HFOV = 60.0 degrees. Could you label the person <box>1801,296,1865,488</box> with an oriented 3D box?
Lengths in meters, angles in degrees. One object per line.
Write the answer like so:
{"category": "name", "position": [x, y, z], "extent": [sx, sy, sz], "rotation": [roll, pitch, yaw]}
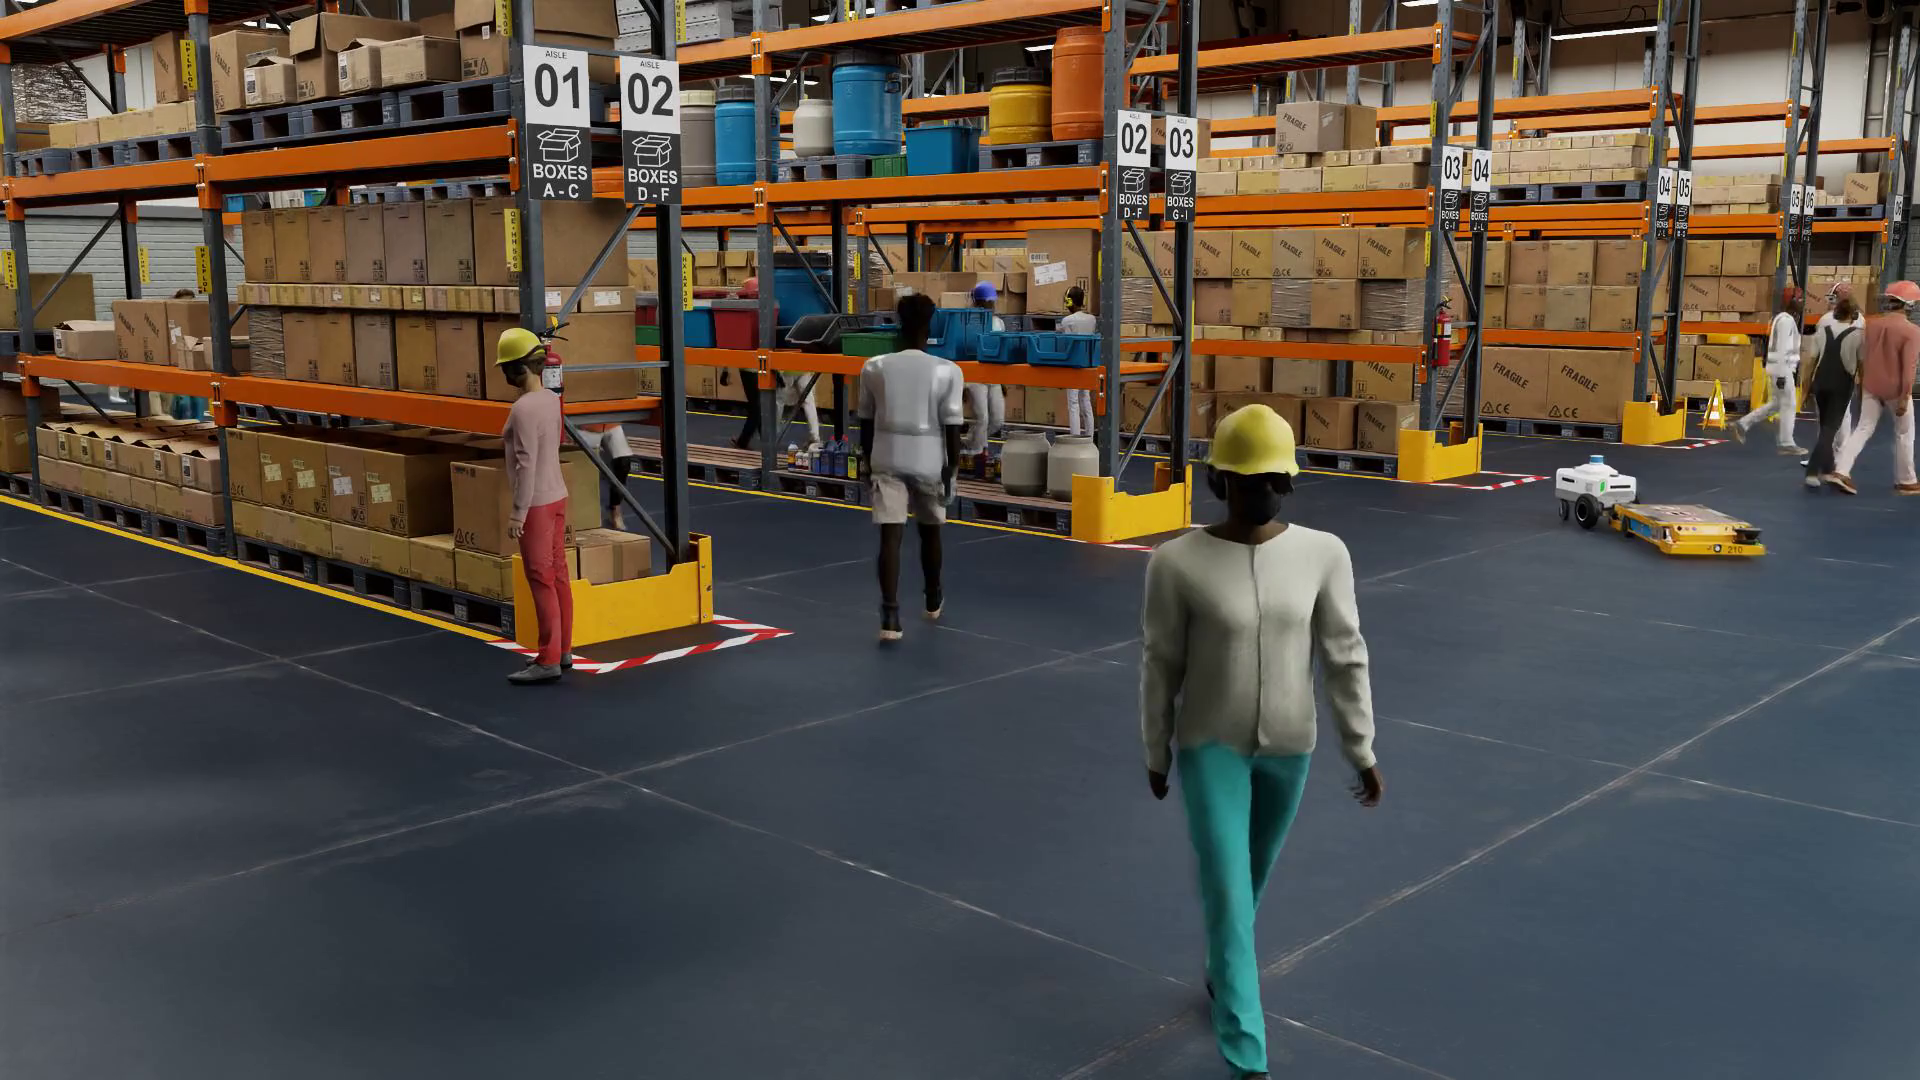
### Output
{"category": "person", "position": [8.227, -1.391, 15.677], "extent": [0.836, 1.801, 0.532], "rotation": [-6, 11, -33]}

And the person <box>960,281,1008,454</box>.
{"category": "person", "position": [0.177, -1.548, 16.181], "extent": [0.594, 1.934, 0.622], "rotation": [9, 13, 43]}

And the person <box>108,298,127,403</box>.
{"category": "person", "position": [-12.840, -2.889, 25.405], "extent": [0.477, 1.596, 0.523], "rotation": [1, 9, 6]}

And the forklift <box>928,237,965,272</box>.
{"category": "forklift", "position": [-0.326, -5.817, 39.609], "extent": [1.129, 2.768, 1.873], "rotation": [9, 13, 43]}

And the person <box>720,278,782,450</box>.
{"category": "person", "position": [-2.276, -1.843, 17.960], "extent": [0.632, 1.941, 1.010], "rotation": [-8, 12, -42]}

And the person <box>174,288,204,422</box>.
{"category": "person", "position": [-8.653, -1.902, 18.681], "extent": [0.560, 1.832, 0.445], "rotation": [-8, 12, -42]}

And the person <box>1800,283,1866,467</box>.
{"category": "person", "position": [9.051, -1.708, 17.266], "extent": [0.653, 1.906, 0.408], "rotation": [-5, 11, -29]}

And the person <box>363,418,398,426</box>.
{"category": "person", "position": [-6.236, -1.809, 17.846], "extent": [0.515, 1.914, 0.563], "rotation": [8, 12, 41]}

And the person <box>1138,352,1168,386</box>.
{"category": "person", "position": [2.661, -2.449, 22.403], "extent": [0.757, 1.714, 0.487], "rotation": [8, 12, 42]}

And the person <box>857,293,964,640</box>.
{"category": "person", "position": [-0.279, -0.428, 9.417], "extent": [0.624, 1.913, 1.031], "rotation": [1, 9, 6]}

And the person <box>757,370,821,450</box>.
{"category": "person", "position": [-1.934, -1.935, 19.039], "extent": [0.626, 1.795, 0.975], "rotation": [-8, 12, -39]}

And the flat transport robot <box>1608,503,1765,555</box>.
{"category": "flat transport robot", "position": [5.434, -0.096, 12.509], "extent": [0.652, 0.197, 1.431], "rotation": [1, 9, 4]}

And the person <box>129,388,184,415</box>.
{"category": "person", "position": [-8.242, -1.522, 17.080], "extent": [0.833, 1.593, 0.510], "rotation": [8, 12, 40]}

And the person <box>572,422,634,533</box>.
{"category": "person", "position": [-2.755, -0.848, 12.682], "extent": [0.539, 1.682, 0.432], "rotation": [-7, 11, -35]}

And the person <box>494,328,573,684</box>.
{"category": "person", "position": [-2.137, -0.173, 8.309], "extent": [0.328, 1.759, 0.524], "rotation": [1, 9, 4]}

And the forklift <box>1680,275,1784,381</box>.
{"category": "forklift", "position": [12.480, -3.427, 27.053], "extent": [1.214, 2.155, 2.313], "rotation": [9, 13, 43]}

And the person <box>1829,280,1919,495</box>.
{"category": "person", "position": [8.384, -1.373, 15.090], "extent": [0.995, 1.959, 0.613], "rotation": [-4, 10, -21]}

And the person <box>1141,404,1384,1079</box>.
{"category": "person", "position": [0.738, 0.523, 4.169], "extent": [0.540, 1.719, 0.930], "rotation": [-2, 9, -10]}

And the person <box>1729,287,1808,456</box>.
{"category": "person", "position": [9.065, -1.885, 18.508], "extent": [0.730, 1.861, 0.584], "rotation": [4, 10, 23]}

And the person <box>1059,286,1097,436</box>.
{"category": "person", "position": [1.266, -1.824, 18.109], "extent": [0.517, 1.865, 0.327], "rotation": [-8, 13, -42]}

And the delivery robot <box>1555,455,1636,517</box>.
{"category": "delivery robot", "position": [5.157, -0.447, 13.511], "extent": [0.477, 0.478, 0.707], "rotation": [-2, 9, -11]}
